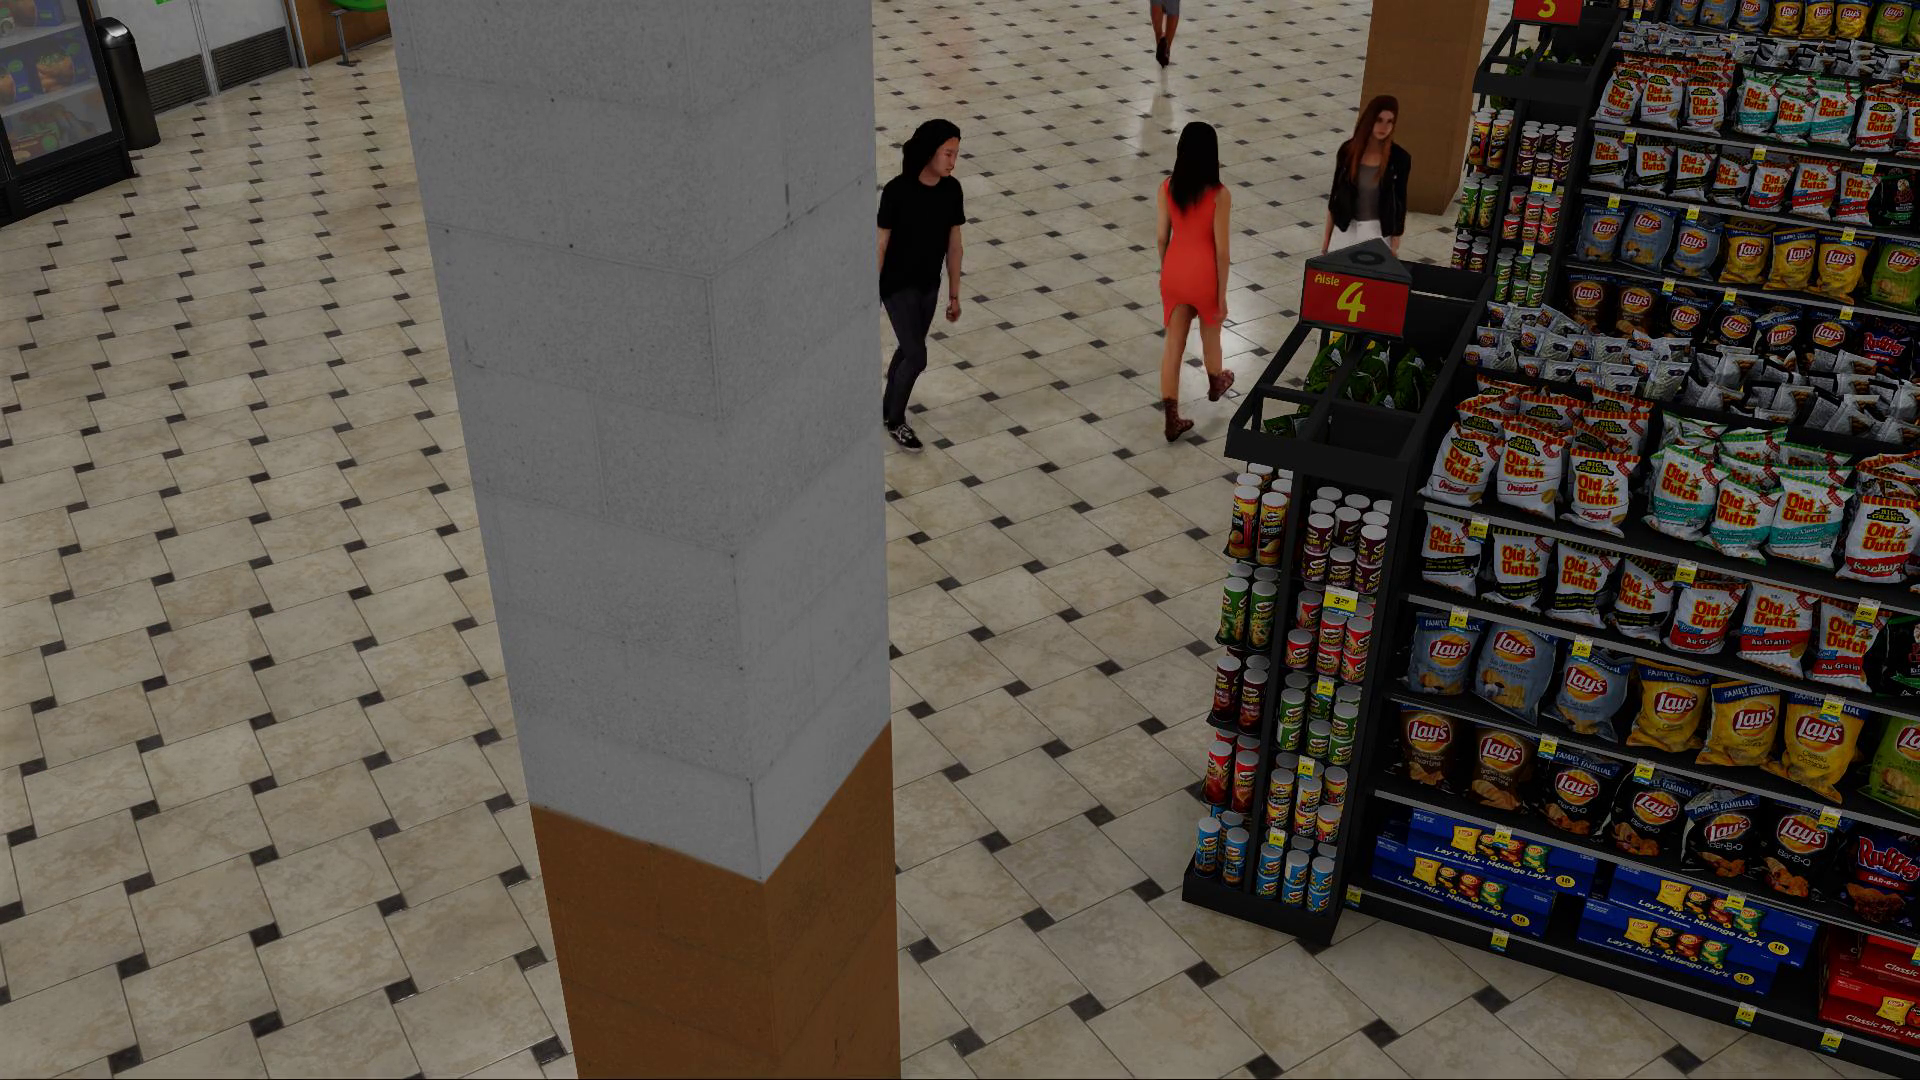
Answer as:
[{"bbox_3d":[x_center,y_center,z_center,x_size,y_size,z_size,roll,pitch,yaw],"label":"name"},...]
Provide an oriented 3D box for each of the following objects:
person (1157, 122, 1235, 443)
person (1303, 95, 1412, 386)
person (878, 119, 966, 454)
[{"bbox_3d":[1.183,-1.313,8.811,0.937,1.684,0.701,17,36,25],"label":"person"},{"bbox_3d":[2.308,-1.711,9.474,1.027,1.658,0.680,13,34,20],"label":"person"},{"bbox_3d":[-0.299,-1.355,8.772,0.789,1.796,0.836,-17,36,-25],"label":"person"}]
